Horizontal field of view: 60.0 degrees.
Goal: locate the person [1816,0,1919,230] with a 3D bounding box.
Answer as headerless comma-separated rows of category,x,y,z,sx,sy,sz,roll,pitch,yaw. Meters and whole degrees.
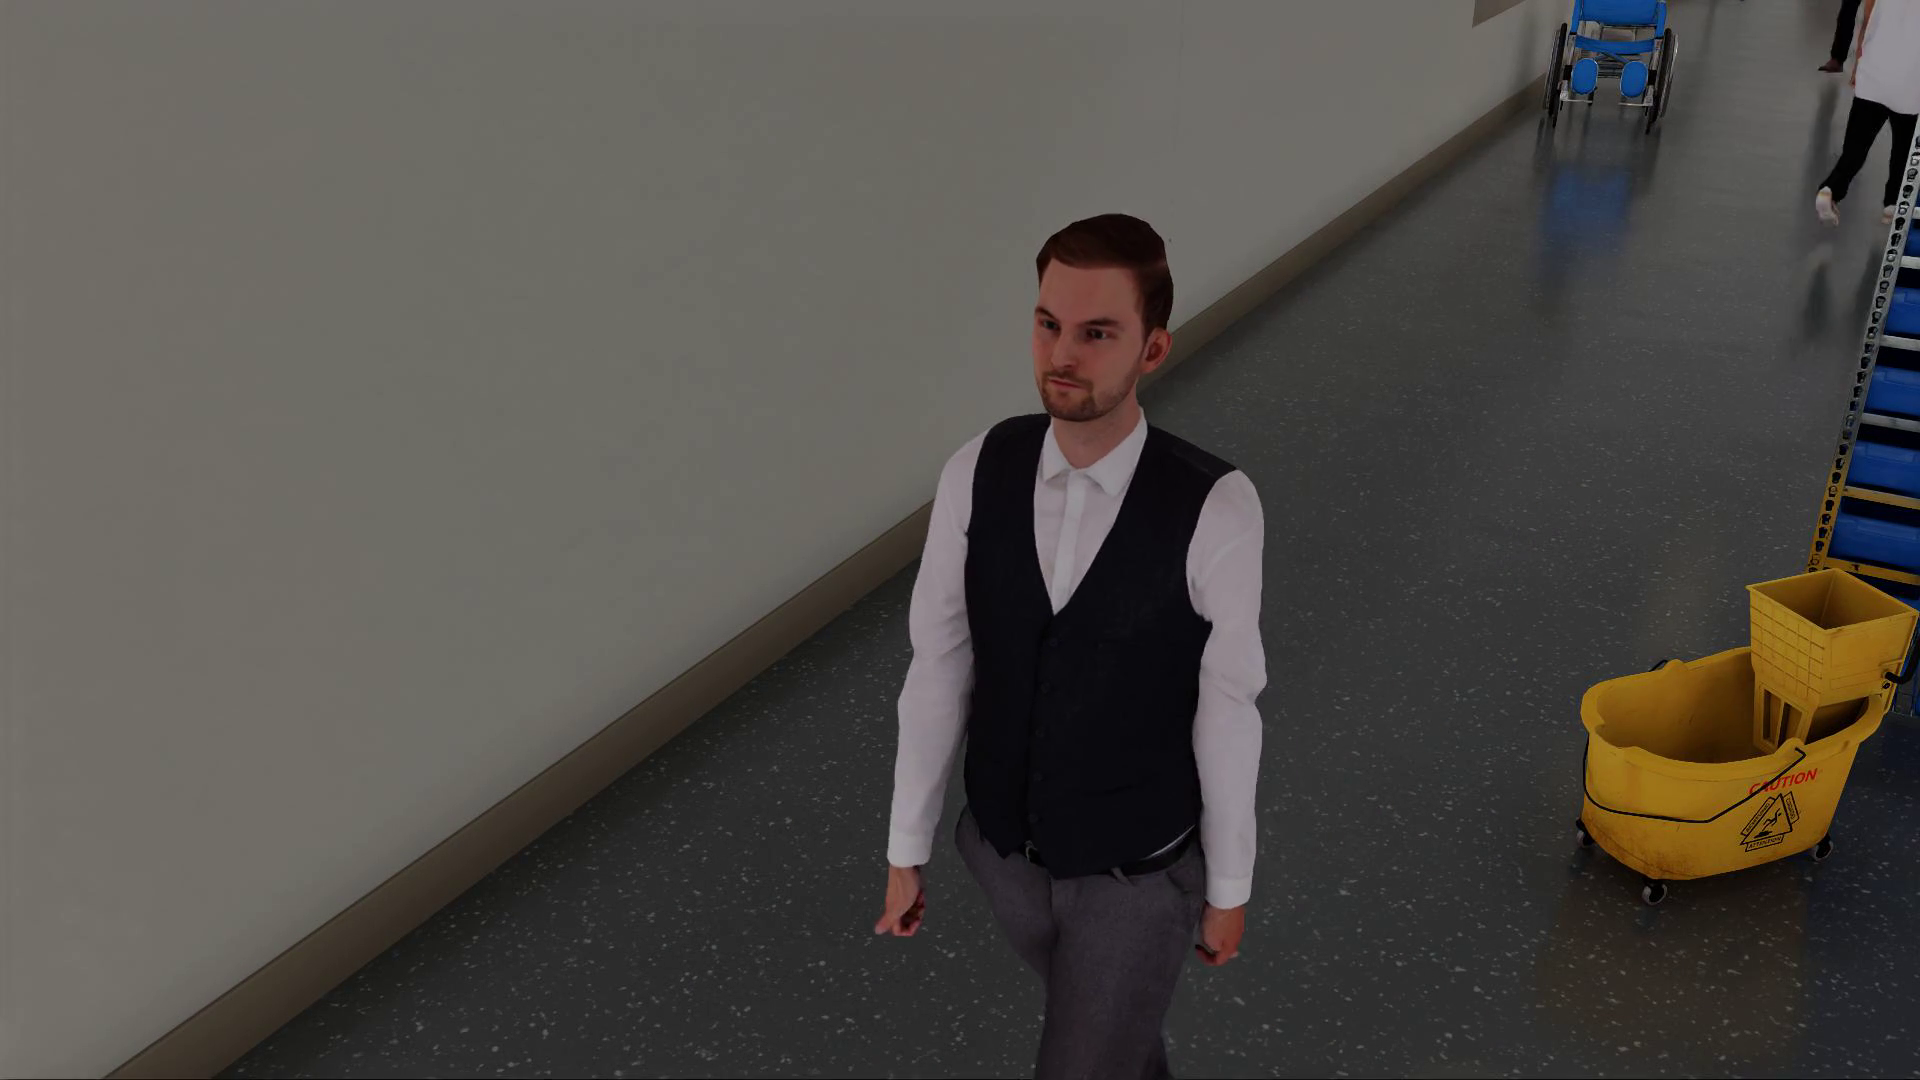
person,4.973,-2.463,8.856,0.951,1.660,1.090,-20,32,-36

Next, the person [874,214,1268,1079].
person,0.225,0.441,2.568,1.141,1.892,0.752,15,29,28
